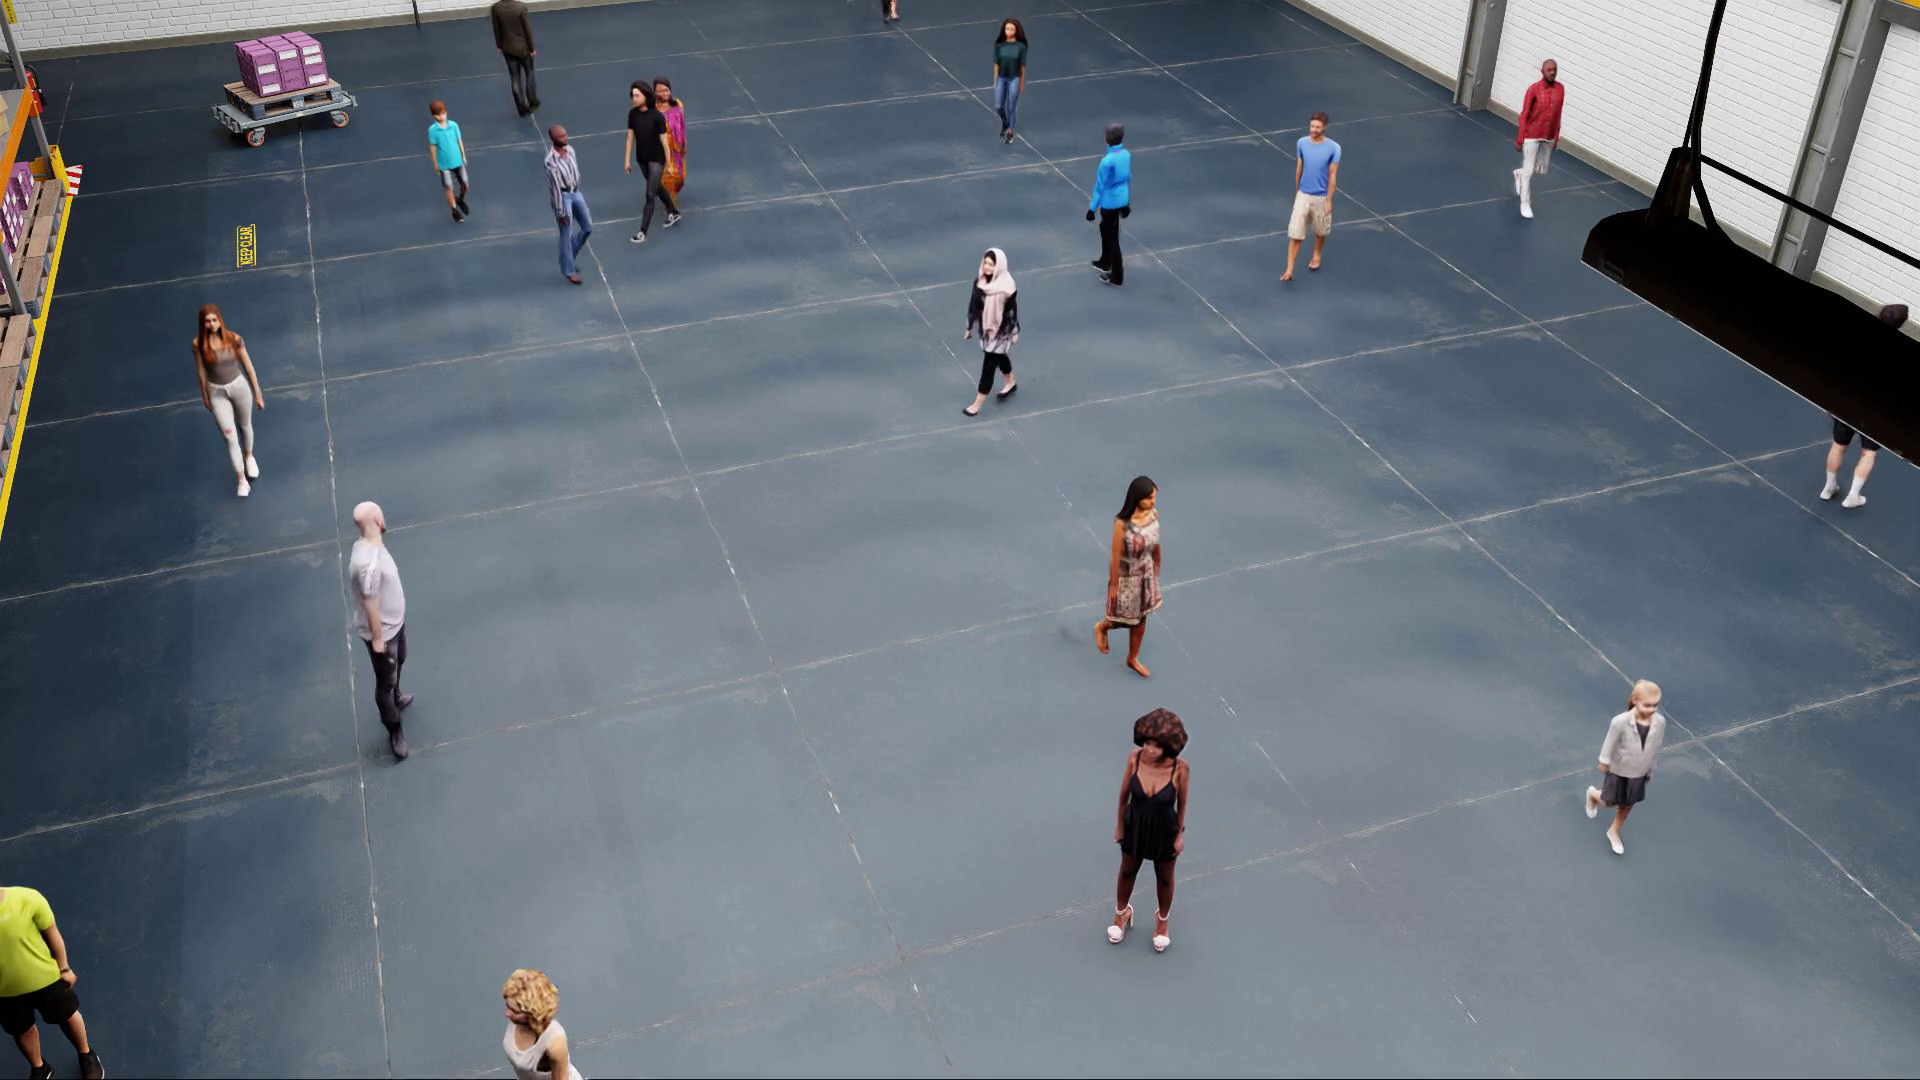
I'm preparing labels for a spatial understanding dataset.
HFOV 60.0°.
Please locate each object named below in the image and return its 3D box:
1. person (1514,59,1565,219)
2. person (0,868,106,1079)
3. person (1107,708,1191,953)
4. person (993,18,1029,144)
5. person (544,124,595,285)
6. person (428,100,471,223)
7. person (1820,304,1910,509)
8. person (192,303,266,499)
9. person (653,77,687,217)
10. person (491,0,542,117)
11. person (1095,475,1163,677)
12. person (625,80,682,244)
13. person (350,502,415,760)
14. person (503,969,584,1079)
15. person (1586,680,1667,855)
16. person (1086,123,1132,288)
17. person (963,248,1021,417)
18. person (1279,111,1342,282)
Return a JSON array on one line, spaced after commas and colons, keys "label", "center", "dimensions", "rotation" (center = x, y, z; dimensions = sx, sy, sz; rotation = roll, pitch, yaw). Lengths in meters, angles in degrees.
[{"label": "person", "center": [6.740, -4.763, 19.497], "dimensions": [0.787, 1.810, 1.040], "rotation": [-5, 34, -7]}, {"label": "person", "center": [-5.044, 2.317, 8.938], "dimensions": [0.611, 1.706, 0.513], "rotation": [-11, 35, -16]}, {"label": "person", "center": [1.125, 1.709, 9.778], "dimensions": [0.661, 1.789, 0.701], "rotation": [9, 35, 14]}, {"label": "person", "center": [0.653, -5.950, 21.466], "dimensions": [0.718, 1.606, 0.757], "rotation": [7, 34, 11]}, {"label": "person", "center": [-4.273, -3.588, 17.757], "dimensions": [0.858, 1.780, 0.795], "rotation": [13, 36, 19]}, {"label": "person", "center": [-5.956, -4.432, 19.332], "dimensions": [0.599, 1.440, 0.624], "rotation": [-20, 38, -27]}, {"label": "person", "center": [7.554, -1.118, 13.958], "dimensions": [0.815, 1.870, 0.694], "rotation": [-27, 42, -34]}, {"label": "person", "center": [-6.303, -1.285, 14.361], "dimensions": [0.653, 1.703, 0.989], "rotation": [-13, 36, -18]}, {"label": "person", "center": [-3.438, -4.627, 19.427], "dimensions": [0.673, 1.661, 0.988], "rotation": [-13, 36, -19]}, {"label": "person", "center": [-5.945, -6.547, 22.202], "dimensions": [0.886, 1.785, 0.943], "rotation": [2, 34, 3]}, {"label": "person", "center": [1.216, 0.230, 12.141], "dimensions": [0.774, 1.636, 0.854], "rotation": [-22, 39, -29]}, {"label": "person", "center": [-3.451, -4.335, 18.875], "dimensions": [1.183, 1.785, 1.188], "rotation": [18, 38, 25]}, {"label": "person", "center": [-3.993, 0.622, 11.395], "dimensions": [0.960, 1.809, 0.578], "rotation": [1, 34, 2]}, {"label": "person", "center": [-1.989, 2.722, 8.371], "dimensions": [0.821, 1.661, 0.806], "rotation": [-29, 43, -36]}, {"label": "person", "center": [4.283, 1.413, 10.696], "dimensions": [0.623, 1.266, 0.743], "rotation": [0, 34, 0]}, {"label": "person", "center": [1.700, -3.524, 17.660], "dimensions": [0.896, 1.778, 0.811], "rotation": [23, 40, 30]}, {"label": "person", "center": [0.368, -1.970, 15.494], "dimensions": [1.132, 1.589, 1.072], "rotation": [24, 40, 31]}, {"label": "person", "center": [3.850, -3.727, 17.933], "dimensions": [1.183, 1.816, 1.241], "rotation": [15, 36, 21]}]
